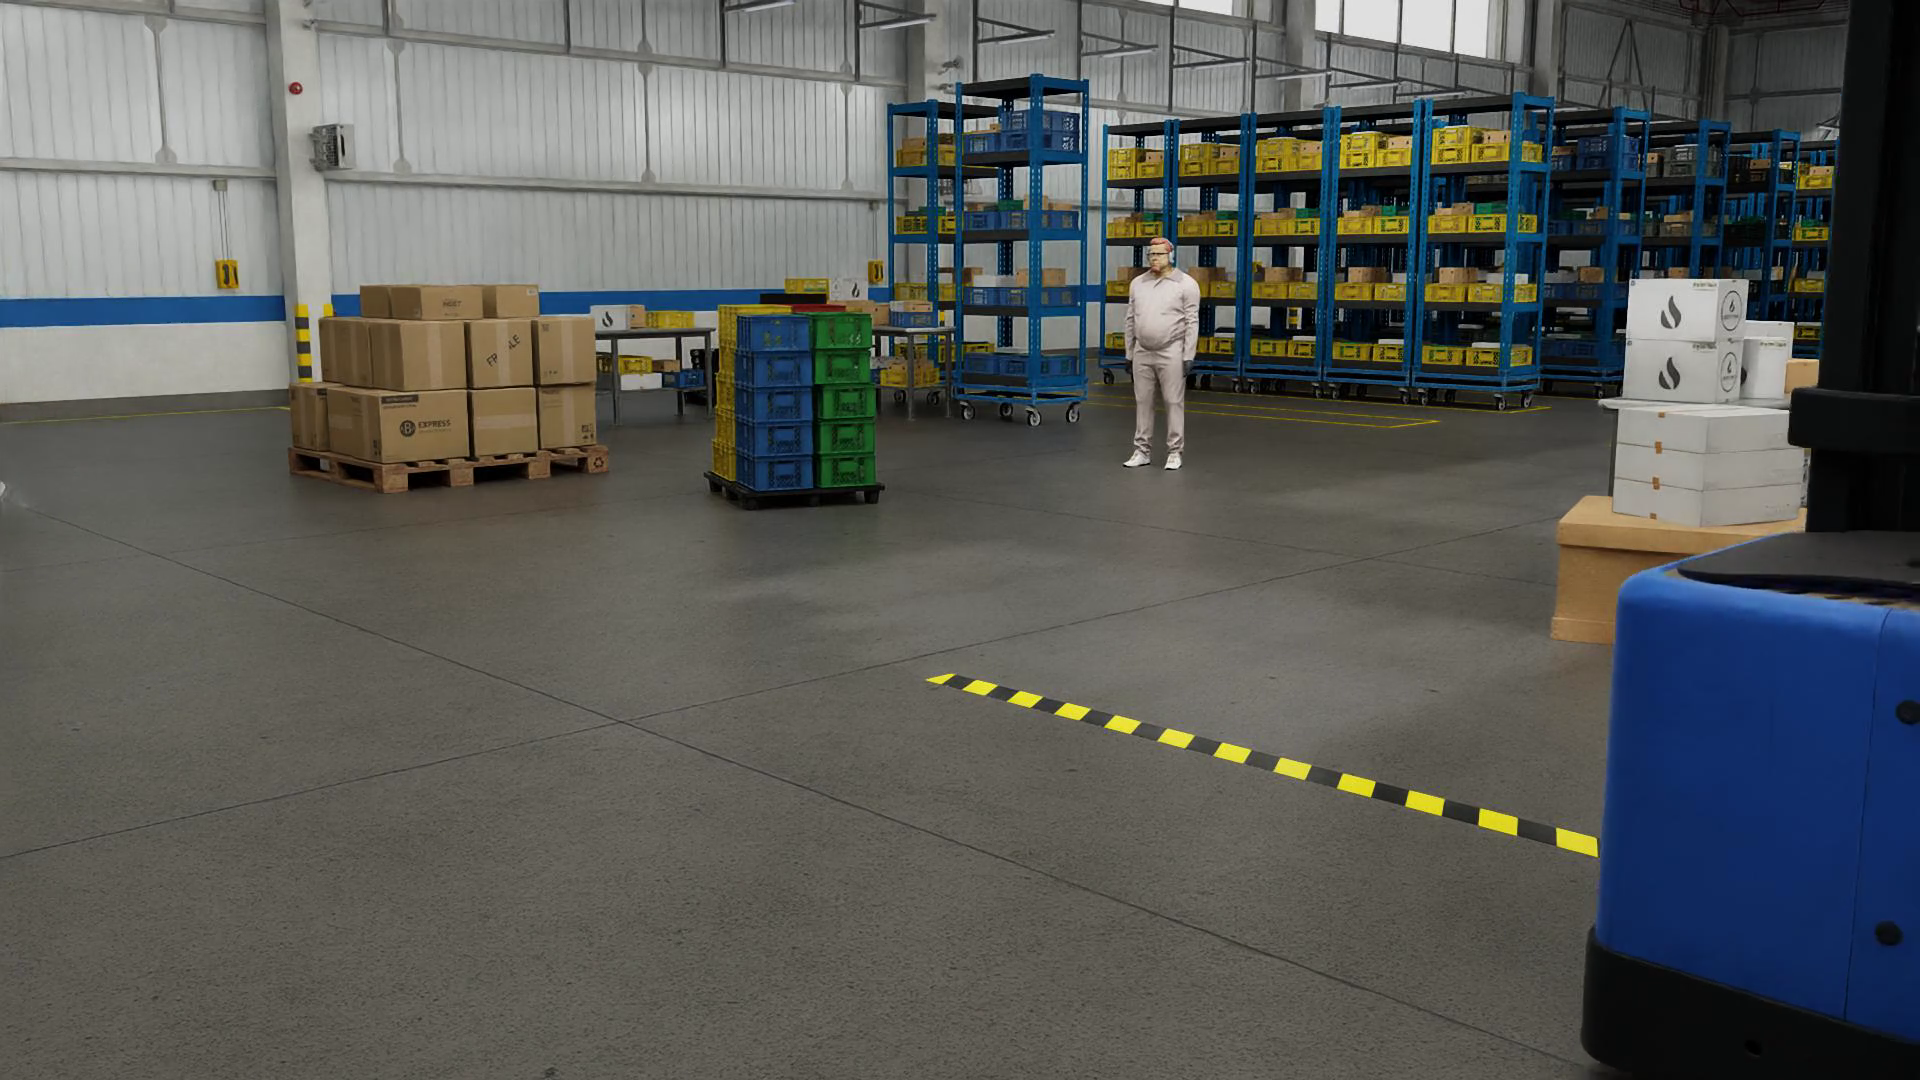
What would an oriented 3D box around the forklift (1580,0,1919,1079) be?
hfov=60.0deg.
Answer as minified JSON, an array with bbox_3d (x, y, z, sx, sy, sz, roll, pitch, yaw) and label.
[{"bbox_3d":[2.284,-0.312,3.487,1.873,2.768,1.129,-9,13,-43],"label":"forklift"}]

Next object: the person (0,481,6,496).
[{"bbox_3d":[-6.820,-0.980,11.011,0.793,1.713,0.489,-3,10,-16],"label":"person"}]

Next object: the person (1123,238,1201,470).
[{"bbox_3d":[1.639,-1.533,13.752,0.651,1.907,0.409,5,11,30],"label":"person"}]
